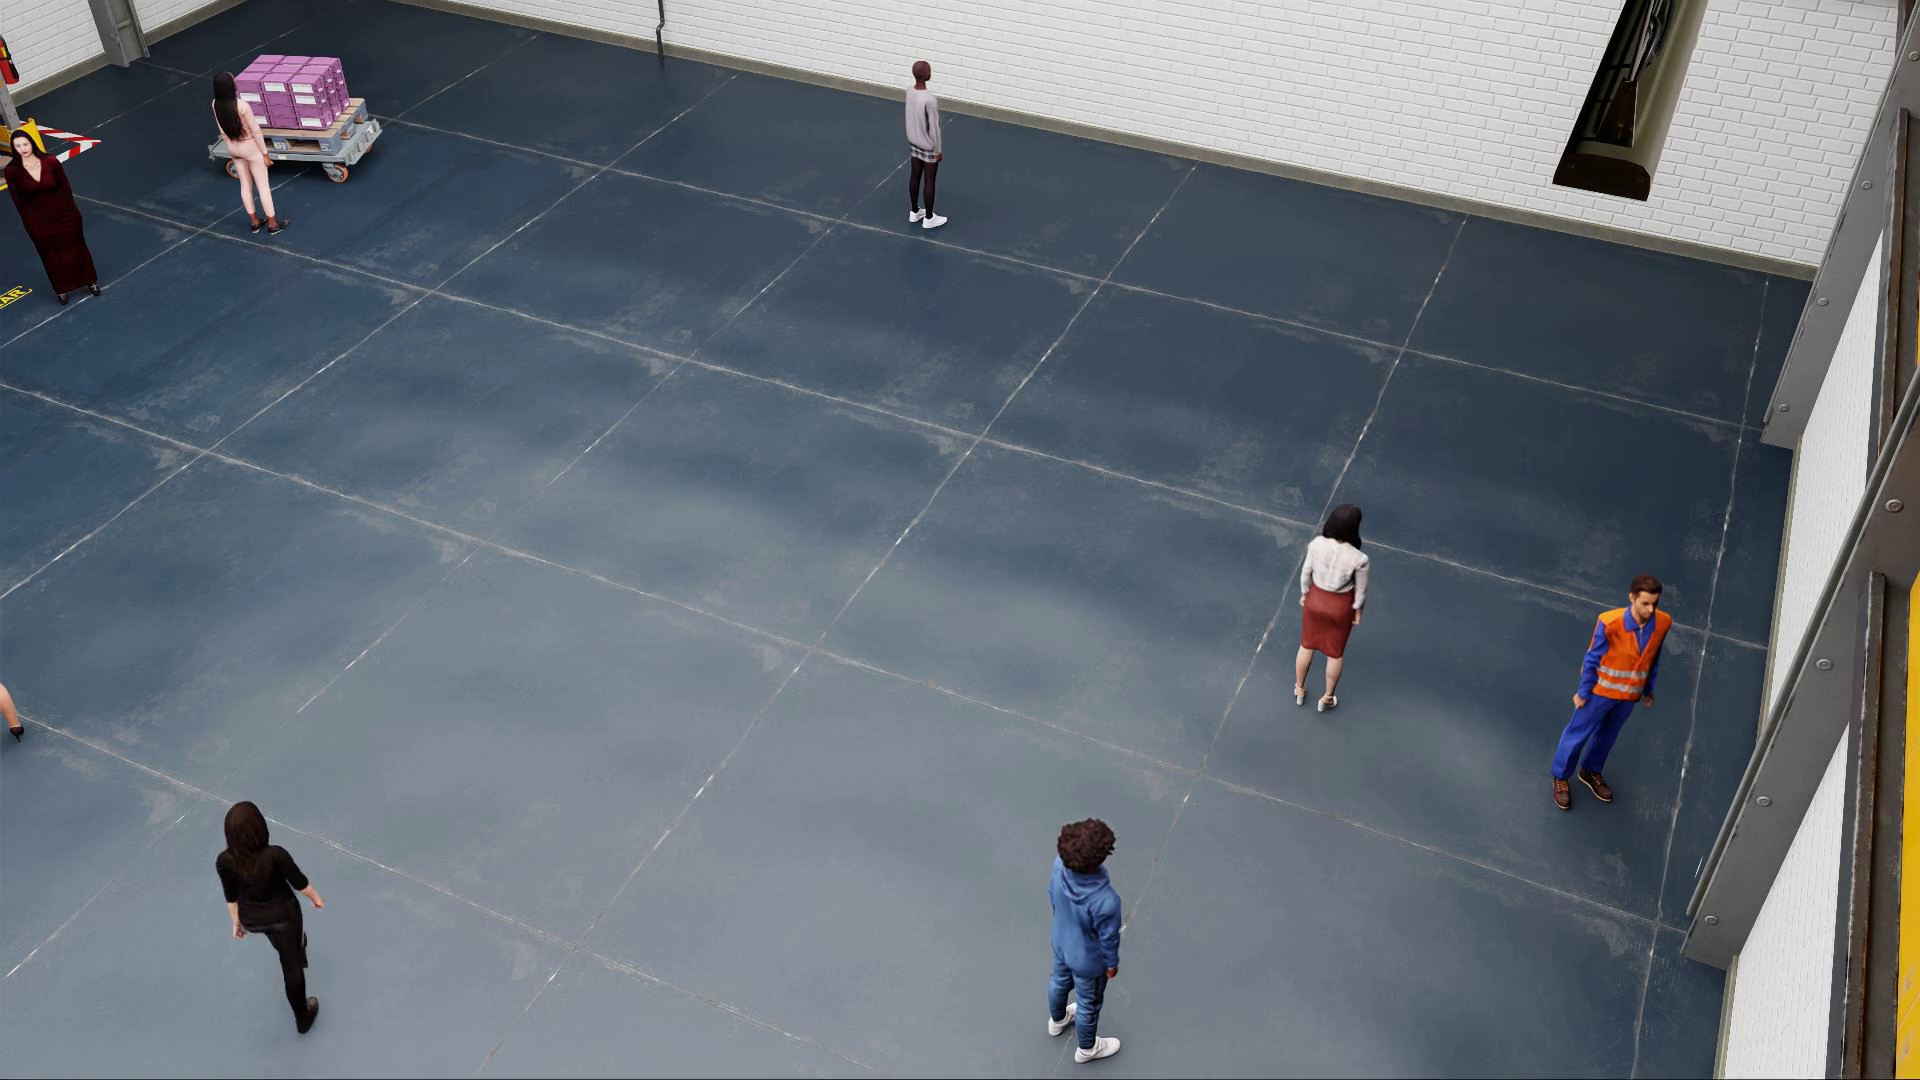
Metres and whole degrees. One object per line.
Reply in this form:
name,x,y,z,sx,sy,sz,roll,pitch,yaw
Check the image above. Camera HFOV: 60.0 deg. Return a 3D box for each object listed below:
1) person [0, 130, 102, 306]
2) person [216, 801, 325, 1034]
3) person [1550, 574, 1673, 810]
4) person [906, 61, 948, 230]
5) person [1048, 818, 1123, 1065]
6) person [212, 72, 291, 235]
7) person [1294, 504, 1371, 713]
person,-8.645,-3.081,15.809,0.729,1.757,0.832,-23,44,-26
person,-3.880,2.178,9.340,0.892,1.612,1.033,-4,39,-4
person,4.187,0.953,10.673,0.788,1.863,0.809,-6,39,-7
person,-0.382,-4.057,17.019,0.666,1.772,0.687,-30,48,-32
person,0.675,2.201,9.152,0.755,1.811,0.762,-25,45,-28
person,-7.255,-3.932,16.903,0.640,1.722,0.573,11,40,14
person,2.527,0.469,11.369,0.613,1.751,0.522,19,42,22
